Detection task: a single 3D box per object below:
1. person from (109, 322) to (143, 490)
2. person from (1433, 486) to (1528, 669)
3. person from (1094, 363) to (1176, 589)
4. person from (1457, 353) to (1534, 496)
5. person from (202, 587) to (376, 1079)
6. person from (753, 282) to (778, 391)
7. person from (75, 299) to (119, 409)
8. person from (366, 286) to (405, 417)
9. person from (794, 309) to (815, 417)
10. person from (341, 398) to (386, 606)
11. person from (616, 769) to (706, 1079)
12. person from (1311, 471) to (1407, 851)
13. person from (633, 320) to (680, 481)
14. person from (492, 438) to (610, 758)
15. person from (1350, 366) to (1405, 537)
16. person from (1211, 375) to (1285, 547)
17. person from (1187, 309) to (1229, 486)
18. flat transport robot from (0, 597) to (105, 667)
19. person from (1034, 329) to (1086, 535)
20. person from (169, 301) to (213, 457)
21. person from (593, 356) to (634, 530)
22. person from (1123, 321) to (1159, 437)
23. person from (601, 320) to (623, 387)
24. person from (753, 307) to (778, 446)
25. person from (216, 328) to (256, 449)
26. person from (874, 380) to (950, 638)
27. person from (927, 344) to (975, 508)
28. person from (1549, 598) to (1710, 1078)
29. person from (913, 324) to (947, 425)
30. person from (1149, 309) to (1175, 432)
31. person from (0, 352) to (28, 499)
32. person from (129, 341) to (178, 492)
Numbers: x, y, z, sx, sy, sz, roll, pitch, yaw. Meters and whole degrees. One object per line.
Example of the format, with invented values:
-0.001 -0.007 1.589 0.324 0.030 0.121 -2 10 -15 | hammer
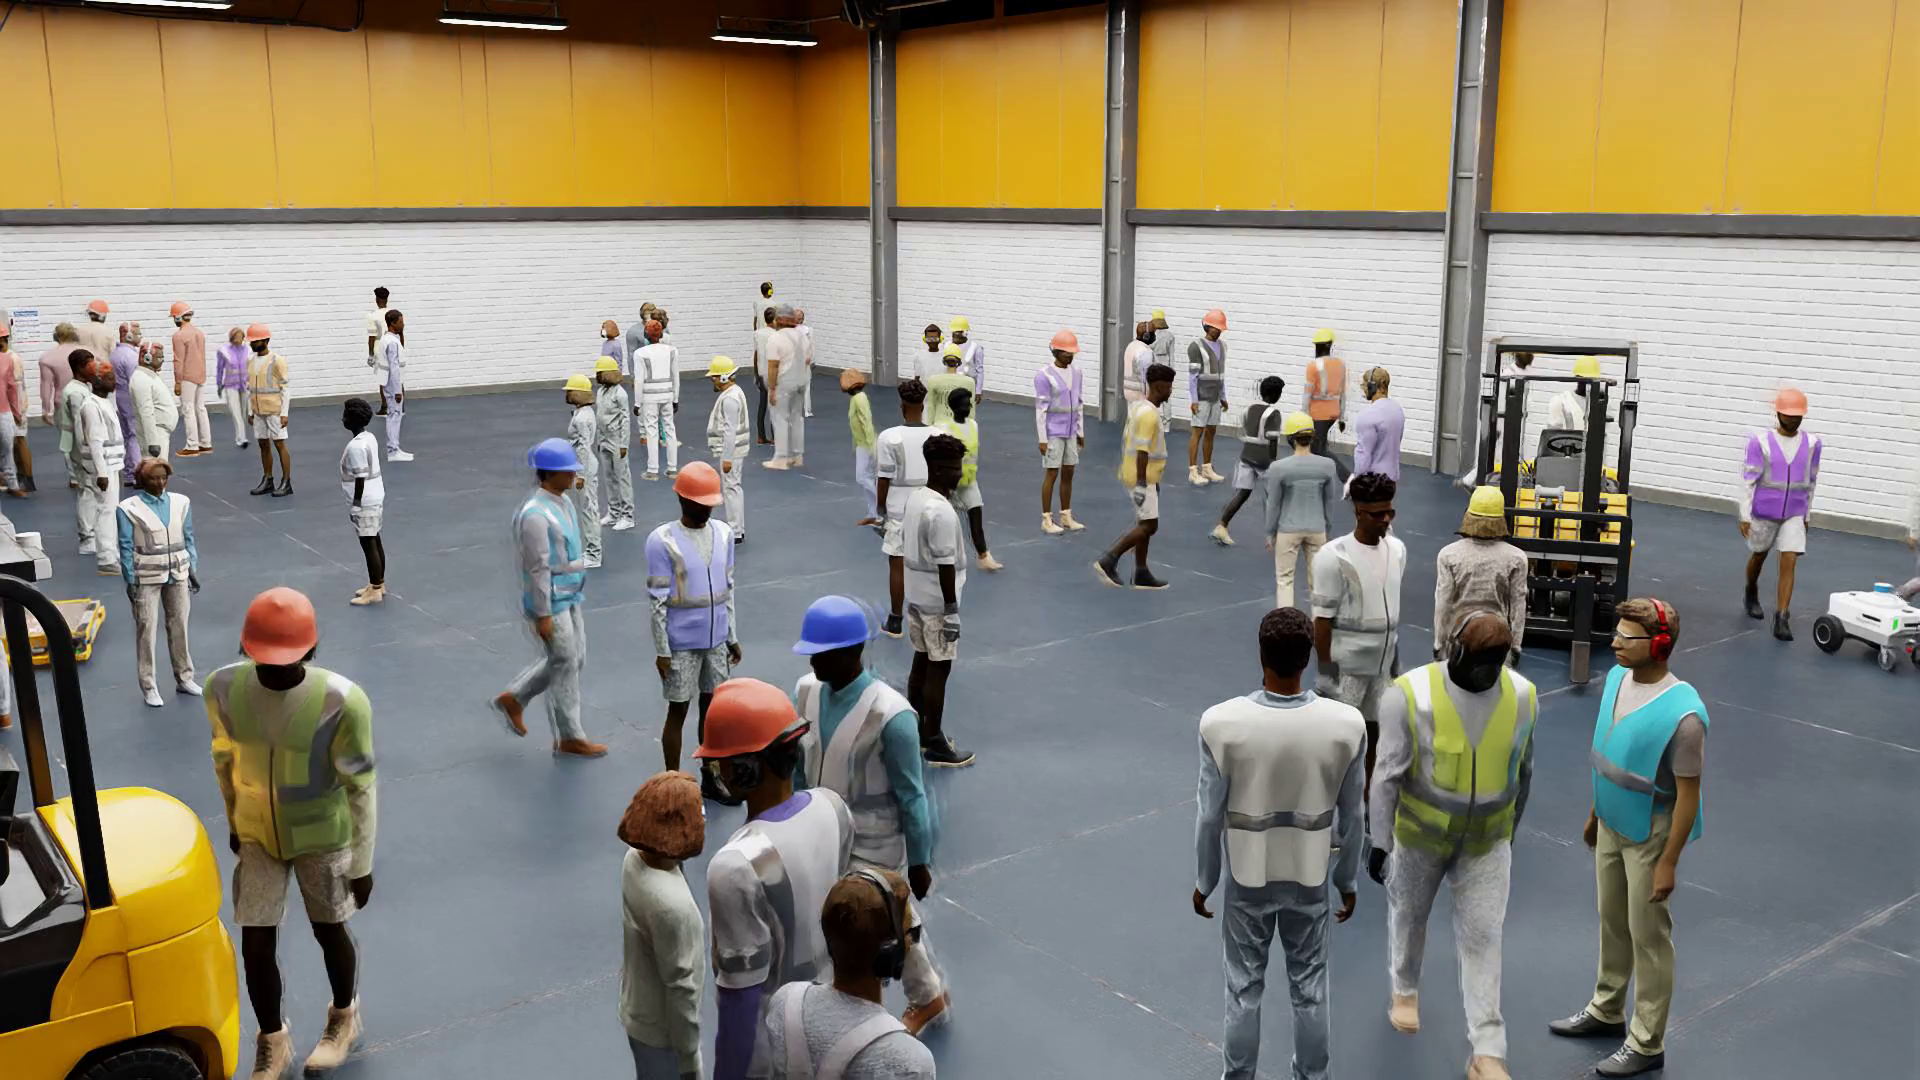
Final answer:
-9.407 -1.535 18.979 0.401 1.904 0.651 -11 16 -42 | person
2.879 0.560 9.253 0.492 1.744 0.295 2 12 11 | person
1.509 -0.521 14.003 0.606 1.937 0.628 0 12 1 | person
5.836 -1.271 17.872 0.629 1.850 0.860 -11 16 -43 | person
-2.428 1.097 6.095 0.645 1.976 0.721 0 12 0 | person
-3.289 -3.473 28.424 0.515 1.872 0.328 6 13 25 | person
-11.451 -2.200 22.075 0.638 1.968 0.812 1 12 7 | person
-8.674 -2.840 25.135 0.368 1.966 0.602 10 16 41 | person
-2.434 -2.661 25.086 0.512 1.633 0.313 1 12 6 | person
-4.876 -0.317 13.594 0.318 1.700 0.535 -2 12 -10 | person
-0.894 1.486 5.072 0.276 1.627 0.504 -5 13 -23 | person
2.031 0.616 8.502 0.636 1.967 0.490 -8 14 -33 | person
-3.560 -1.637 19.526 0.573 1.883 0.355 -9 14 -36 | person
-2.460 0.348 9.839 0.655 1.932 0.616 1 12 4 | person
3.452 -0.477 13.827 0.381 1.929 0.635 9 15 39 | person
2.806 -0.743 15.796 0.866 1.641 0.581 -6 13 -27 | person
2.893 -1.654 19.242 0.605 2.033 0.395 -10 15 -41 | person
-6.769 0.665 12.321 0.652 0.197 1.431 -5 13 -22 | flat transport robot
1.006 -1.057 16.381 0.611 2.030 0.410 -11 16 -41 | person
-9.897 -2.065 21.354 0.410 1.980 0.630 1 12 6 | person
-3.491 -0.975 16.665 0.322 1.743 0.489 -11 16 -42 | person
2.188 -1.707 19.989 0.430 1.839 0.634 -3 12 -14 | person
-4.799 -2.209 22.888 0.283 1.636 0.497 -9 15 -36 | person
-2.531 -2.184 22.246 0.524 1.857 0.341 5 13 25 | person
-9.533 -2.006 22.007 0.526 1.582 0.896 -9 15 -38 | person
-0.356 -0.233 12.587 0.615 1.951 0.388 -6 13 -25 | person
-0.093 -1.213 17.787 0.518 1.759 0.330 1 12 4 | person
2.582 1.116 6.313 0.390 1.848 0.563 -2 12 -8 | person
-0.295 -1.578 19.305 0.512 1.861 0.325 0 12 -1 | person
2.783 -2.381 23.470 0.494 1.737 0.314 -4 12 -18 | person
-10.568 -1.372 18.120 0.356 1.936 0.636 8 14 33 | person
-7.941 -1.011 16.457 0.407 1.904 0.639 -4 12 -20 | person
